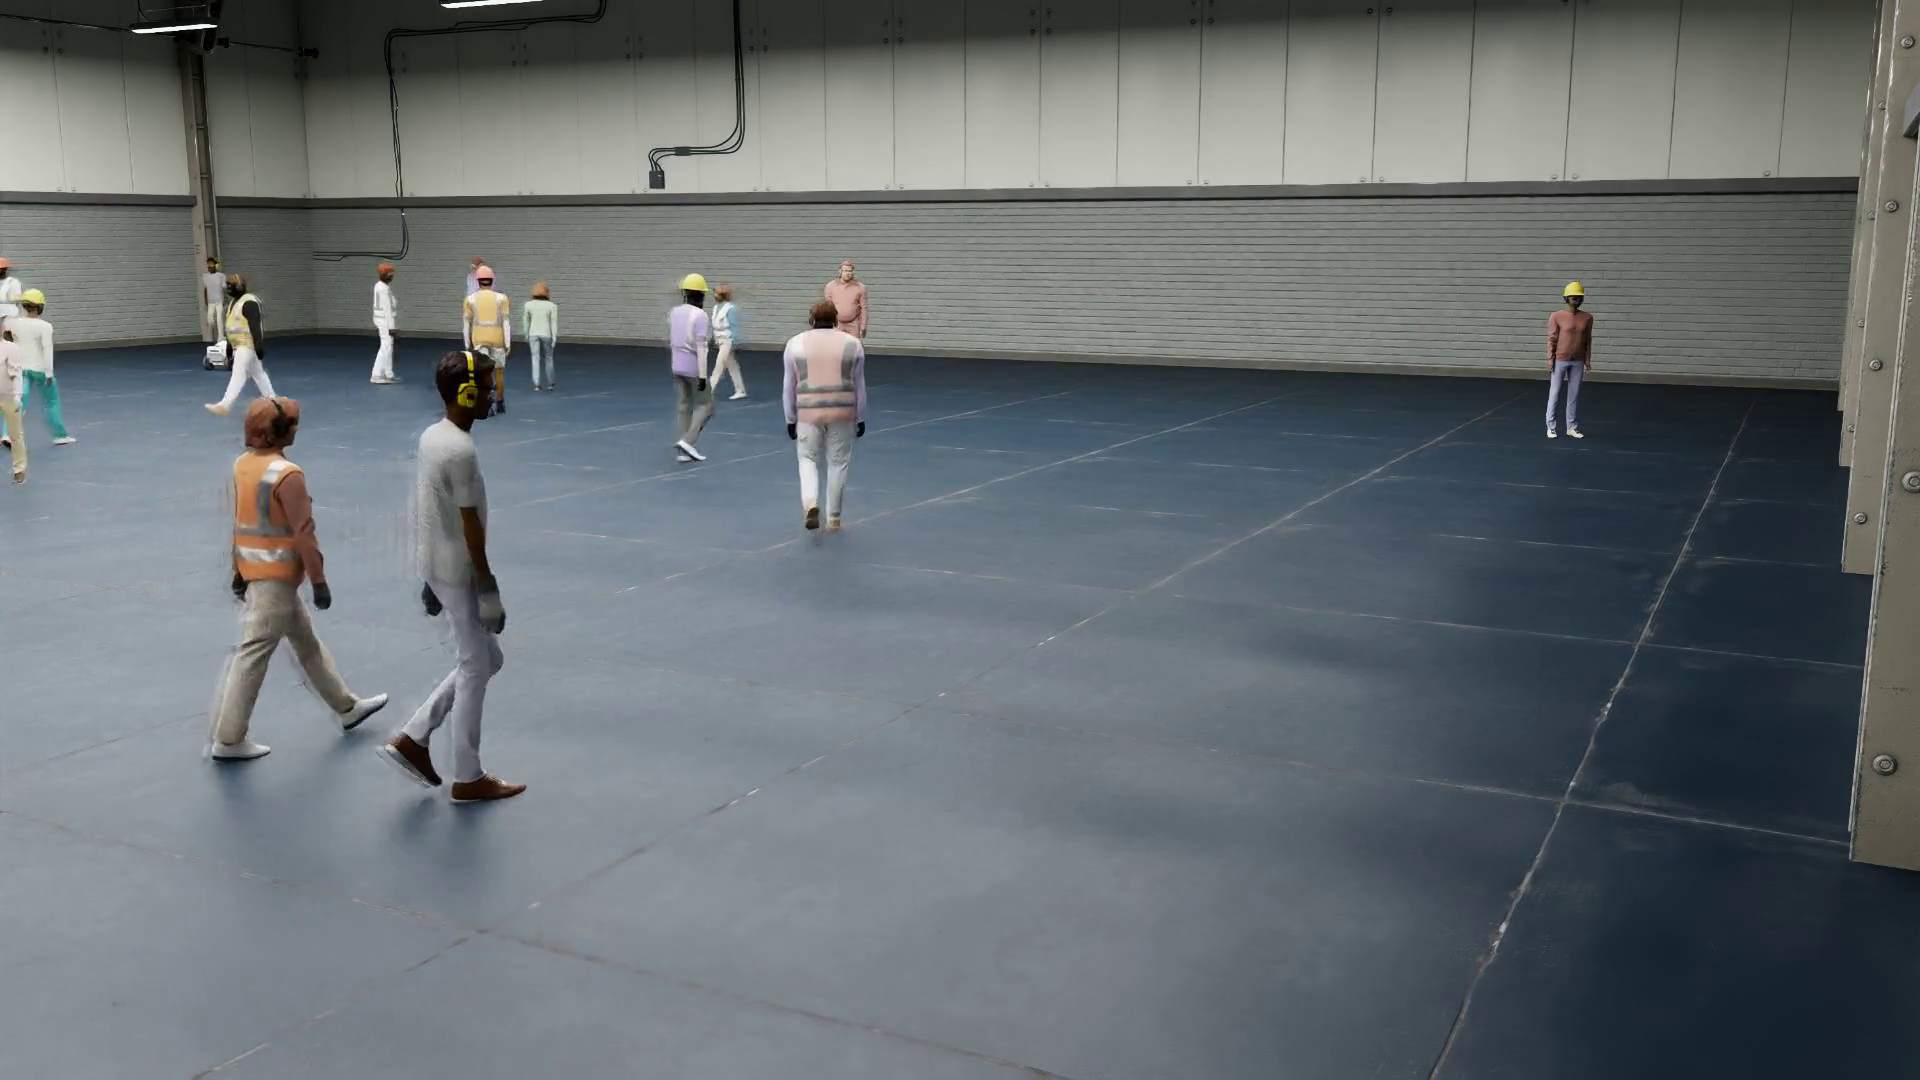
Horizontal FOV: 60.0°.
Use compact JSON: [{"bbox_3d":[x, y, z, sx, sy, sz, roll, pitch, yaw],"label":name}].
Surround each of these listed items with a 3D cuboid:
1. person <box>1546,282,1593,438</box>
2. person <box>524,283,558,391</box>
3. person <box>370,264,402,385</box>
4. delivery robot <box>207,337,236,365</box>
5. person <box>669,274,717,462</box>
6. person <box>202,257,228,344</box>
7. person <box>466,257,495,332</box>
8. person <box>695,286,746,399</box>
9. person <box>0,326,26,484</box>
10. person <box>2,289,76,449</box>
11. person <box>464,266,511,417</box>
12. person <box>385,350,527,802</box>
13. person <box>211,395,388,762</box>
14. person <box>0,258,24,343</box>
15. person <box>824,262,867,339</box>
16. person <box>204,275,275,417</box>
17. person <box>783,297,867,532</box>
[{"bbox_3d":[6.916,-2.034,18.877,0.530,1.772,0.303,-1,10,-7],"label":"person"},{"bbox_3d":[-6.215,-3.010,24.691,0.509,1.588,0.854,-1,10,-4],"label":"person"},{"bbox_3d":[-8.939,-3.338,25.756,0.511,1.865,0.690,-5,11,-24],"label":"person"},{"bbox_3d":[-12.532,-3.225,28.428,0.477,0.478,0.707,2,11,10],"label":"delivery robot"},{"bbox_3d":[-2.697,-1.727,16.823,0.599,1.911,0.431,9,14,41],"label":"person"},{"bbox_3d":[-15.082,-4.810,33.776,0.514,1.859,0.505,1,10,3],"label":"person"},{"bbox_3d":[-8.990,-4.363,31.259,0.649,1.893,0.517,7,13,35],"label":"person"},{"bbox_3d":[-3.342,-2.726,23.115,0.860,1.587,0.545,-7,12,-33],"label":"person"},{"bbox_3d":[-8.765,-1.252,15.098,0.507,1.584,0.858,-2,11,-10],"label":"person"},{"bbox_3d":[-10.029,-1.844,17.967,0.535,1.726,0.902,2,11,9],"label":"person"},{"bbox_3d":[-6.036,-2.539,21.269,0.566,1.899,0.819,-3,11,-14],"label":"person"},{"bbox_3d":[-2.021,0.168,6.661,0.447,1.848,0.506,-5,11,-25],"label":"person"},{"bbox_3d":[-2.987,0.154,7.403,0.538,1.588,0.876,10,15,44],"label":"person"},{"bbox_3d":[-16.092,-3.783,28.005,0.546,1.916,0.584,3,11,16],"label":"person"},{"bbox_3d":[-1.728,-3.244,25.131,0.650,1.904,0.398,-1,10,-5],"label":"person"},{"bbox_3d":[-9.206,-2.480,21.249,0.980,1.786,0.661,-8,13,-39],"label":"person"},{"bbox_3d":[-1.030,-0.945,12.781,0.637,1.825,0.518,-1,10,-4],"label":"person"}]
